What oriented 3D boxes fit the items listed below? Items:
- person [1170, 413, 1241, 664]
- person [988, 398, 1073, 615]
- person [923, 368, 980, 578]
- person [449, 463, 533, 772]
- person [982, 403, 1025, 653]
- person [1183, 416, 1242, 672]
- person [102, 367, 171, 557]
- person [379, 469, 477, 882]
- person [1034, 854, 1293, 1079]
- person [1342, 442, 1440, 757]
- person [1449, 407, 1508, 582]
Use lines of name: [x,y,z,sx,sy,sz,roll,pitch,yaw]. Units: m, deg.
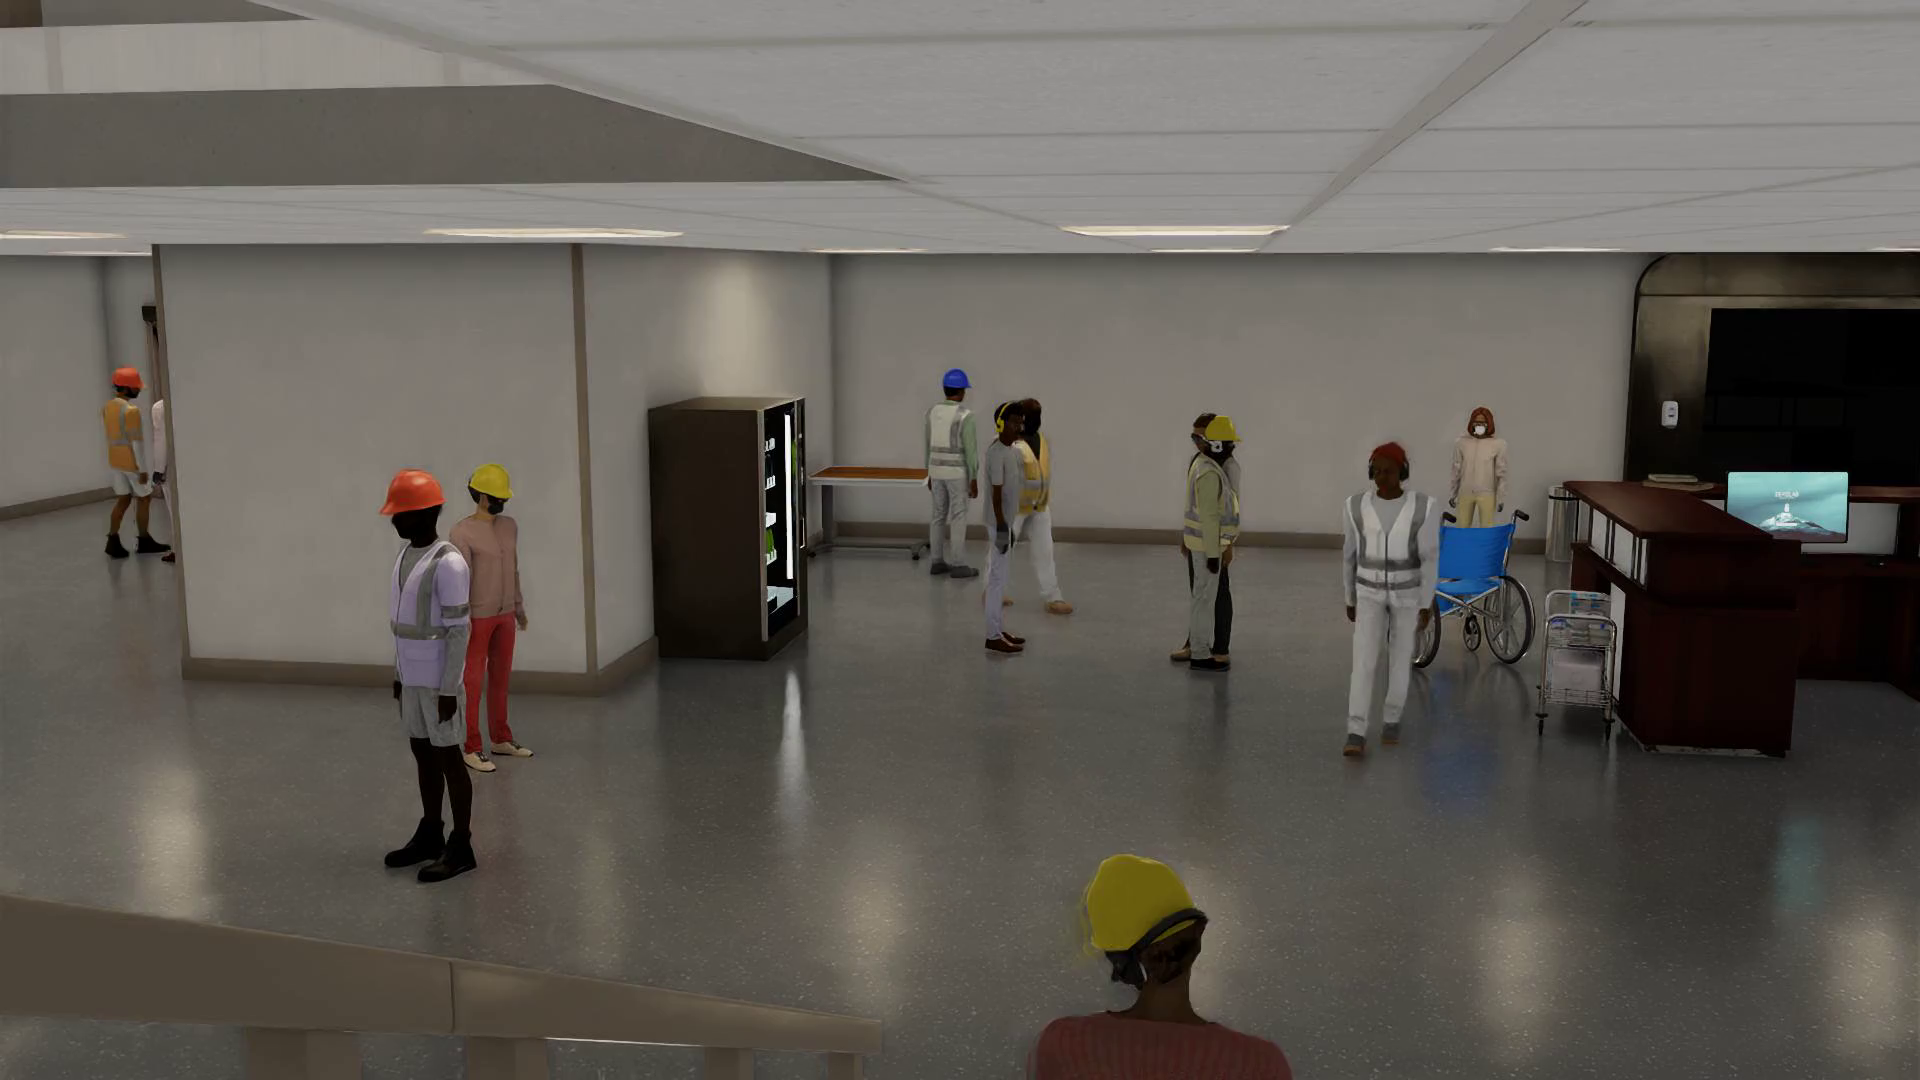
person: [1.781,0.001,11.950,0.345,1.840,0.504,-6,11,-34]
person: [0.541,-0.288,13.910,0.652,1.797,0.942,-8,12,-39]
person: [-0.075,-0.619,15.456,0.614,1.946,0.395,8,12,42]
person: [-2.684,0.432,9.550,0.327,1.760,0.524,5,10,26]
person: [0.340,-0.097,12.492,0.335,1.864,0.521,1,9,9]
person: [1.796,0.022,11.889,0.403,1.824,0.598,1,9,5]
person: [-8.286,-0.771,16.529,0.609,1.898,0.673,5,11,30]
person: [-2.507,0.626,7.801,0.544,1.938,0.356,9,13,43]
person: [0.392,1.476,3.293,0.555,1.705,0.904,3,10,17]
person: [2.491,0.363,9.729,0.578,1.838,0.948,4,10,22]
person: [4.688,-0.392,15.057,0.504,1.627,0.285,6,11,32]
